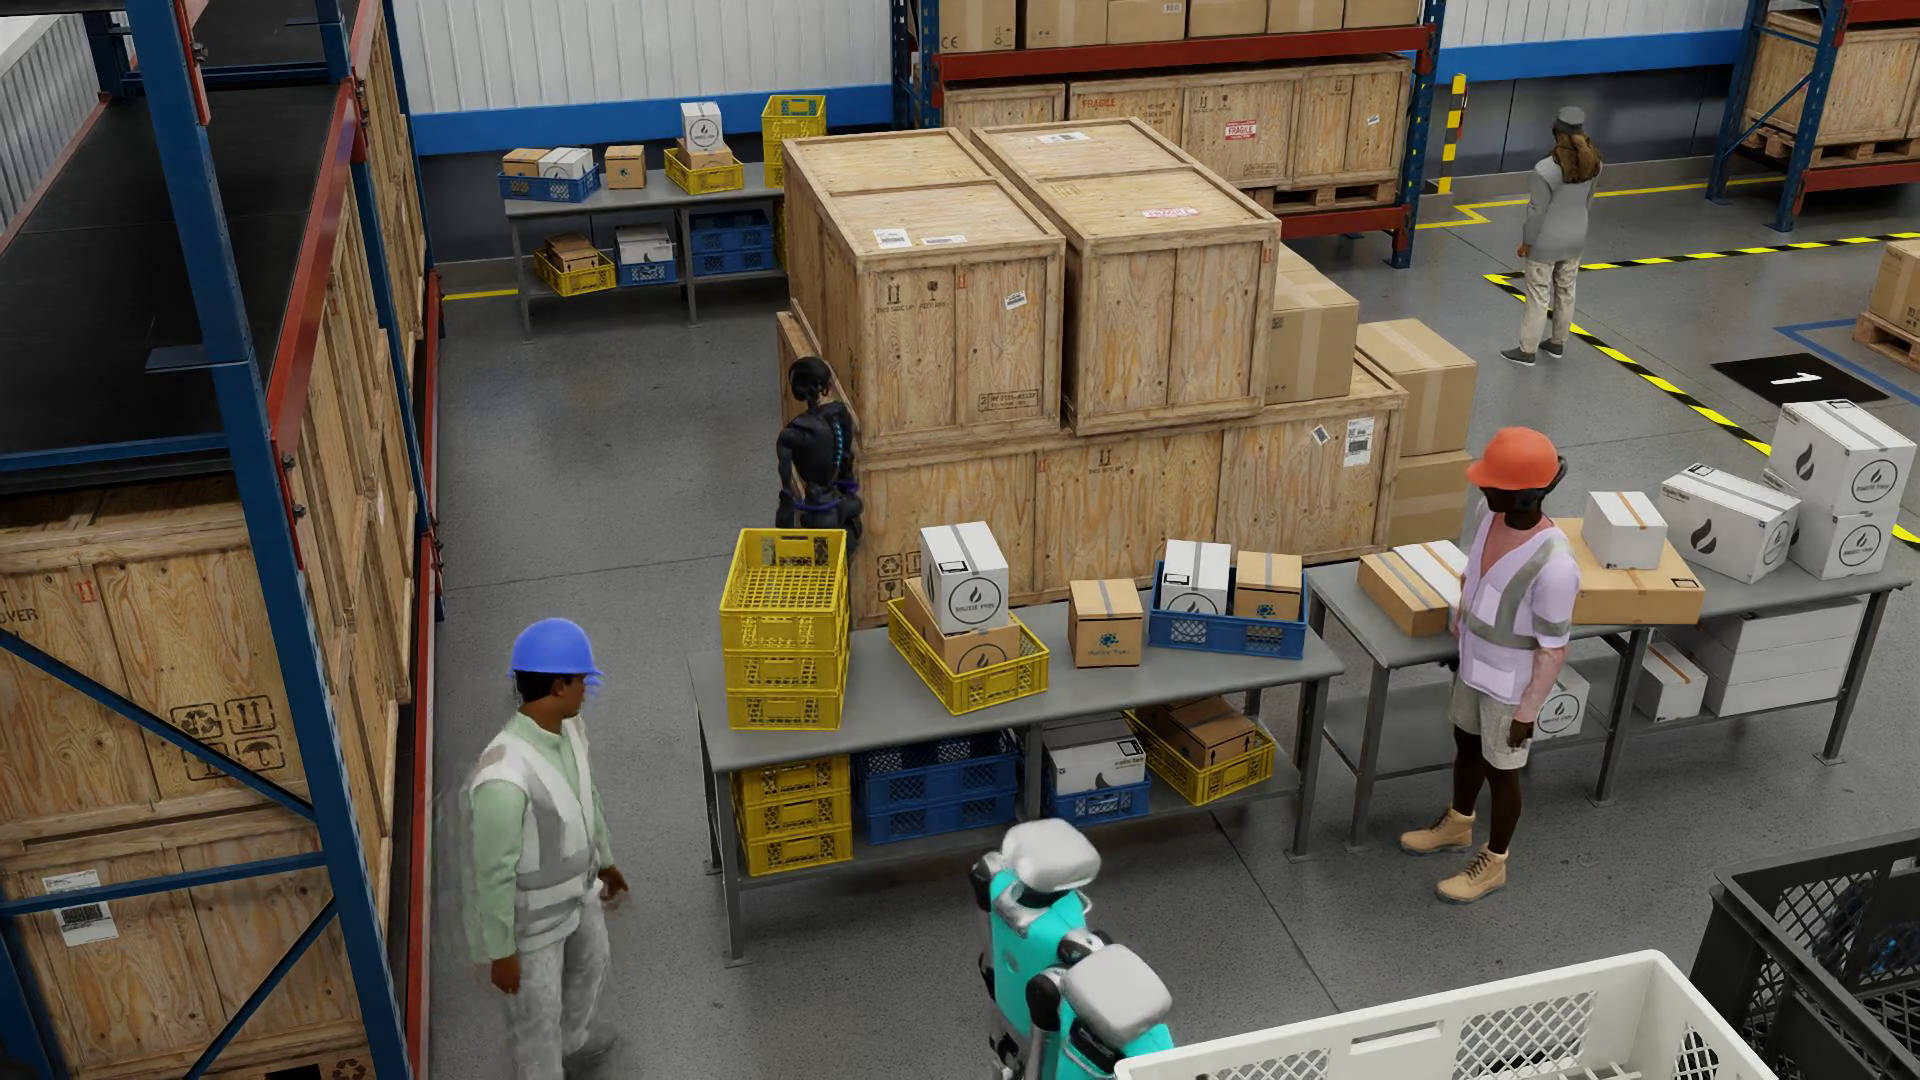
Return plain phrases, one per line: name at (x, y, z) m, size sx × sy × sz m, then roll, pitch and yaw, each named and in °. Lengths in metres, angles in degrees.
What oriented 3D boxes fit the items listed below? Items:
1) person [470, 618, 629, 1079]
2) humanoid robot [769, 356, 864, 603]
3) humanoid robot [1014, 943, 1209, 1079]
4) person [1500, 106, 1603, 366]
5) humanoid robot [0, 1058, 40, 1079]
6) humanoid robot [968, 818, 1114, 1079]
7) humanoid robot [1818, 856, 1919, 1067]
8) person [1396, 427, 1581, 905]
person at (-1.329, 1.171, 5.316) m, size 0.383 × 1.894 × 0.705 m, roll 6°, pitch 29°, yaw 11°
humanoid robot at (-0.646, -0.075, 7.796) m, size 0.356 × 1.638 × 0.584 m, roll 17°, pitch 33°, yaw 27°
humanoid robot at (0.186, 1.858, 4.254) m, size 0.867 × 1.789 × 0.575 m, roll -25°, pitch 37°, yaw -37°
person at (4.028, -2.045, 11.278) m, size 0.564 × 1.762 × 0.404 m, roll -13°, pitch 32°, yaw -23°
humanoid robot at (-2.184, 1.923, 4.149) m, size 0.599 × 1.659 × 0.315 m, roll 5°, pitch 29°, yaw 9°
humanoid robot at (0.403, 1.497, 4.848) m, size 0.684 × 1.782 × 0.541 m, roll -19°, pitch 34°, yaw -31°
humanoid robot at (2.666, 1.536, 4.861) m, size 0.385 × 1.657 × 0.584 m, roll -12°, pitch 31°, yaw -21°
person at (2.032, 0.500, 6.378) m, size 0.397 × 2.037 × 0.608 m, roll -6°, pitch 29°, yaw -10°
